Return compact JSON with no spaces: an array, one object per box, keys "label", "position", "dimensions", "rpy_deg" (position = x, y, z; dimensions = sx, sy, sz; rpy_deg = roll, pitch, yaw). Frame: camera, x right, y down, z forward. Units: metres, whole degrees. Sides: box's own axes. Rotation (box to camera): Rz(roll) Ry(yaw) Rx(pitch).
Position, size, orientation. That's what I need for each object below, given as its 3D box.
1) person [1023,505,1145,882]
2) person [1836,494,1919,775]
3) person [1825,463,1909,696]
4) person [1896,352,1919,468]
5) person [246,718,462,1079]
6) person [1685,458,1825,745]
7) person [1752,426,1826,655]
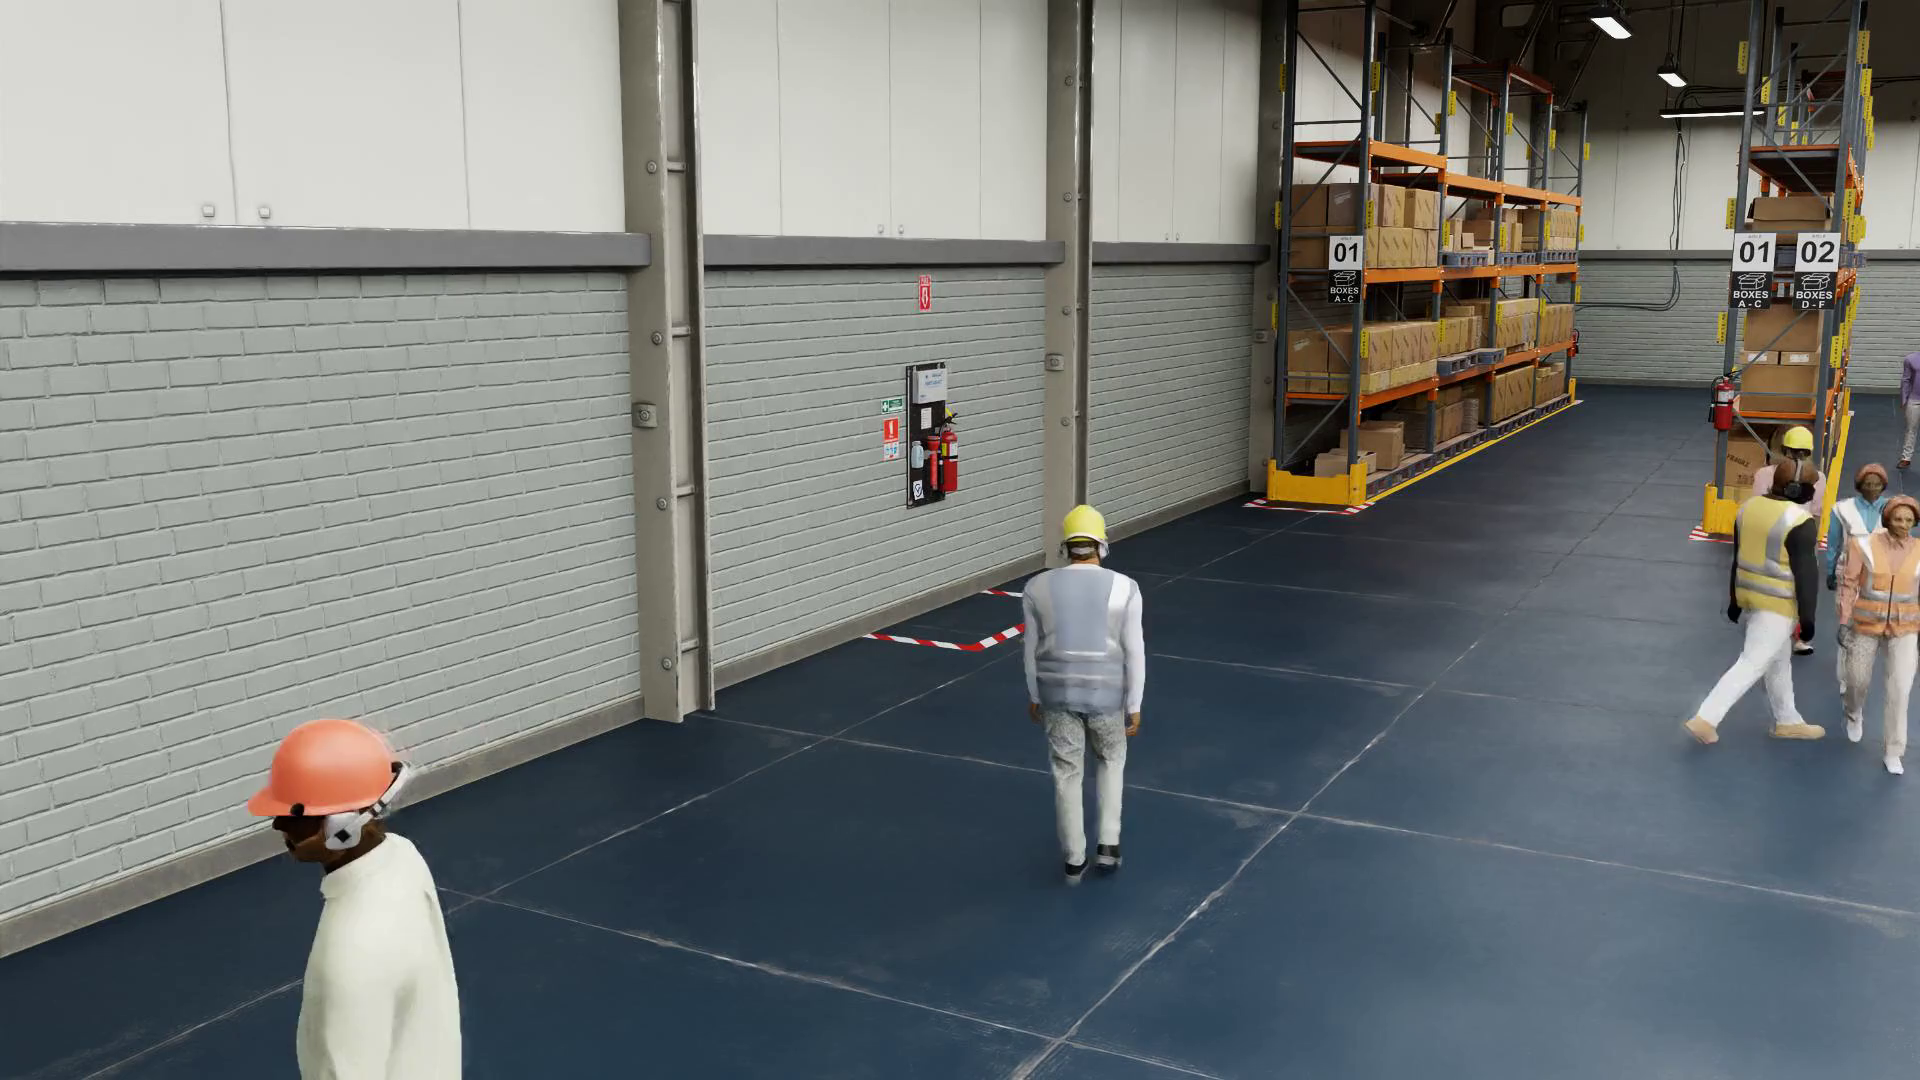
[{"label":"person","position":[0.597,0.733,8.028],"dimensions":[0.589,1.810,0.500],"rpy_deg":[1,10,8]},{"label":"person","position":[5.476,0.518,9.849],"dimensions":[0.520,1.613,0.683],"rpy_deg":[4,11,23]},{"label":"person","position":[6.298,0.248,11.578],"dimensions":[0.504,1.590,0.934],"rpy_deg":[4,11,24]},{"label":"person","position":[13.538,-1.947,23.338],"dimensions":[0.629,1.940,0.376],"rpy_deg":[9,13,43]},{"label":"person","position":[-1.382,1.360,3.831],"dimensions":[0.491,1.982,0.668],"rpy_deg":[-2,10,-10]},{"label":"person","position":[4.891,0.387,10.117],"dimensions":[0.943,1.797,0.631],"rpy_deg":[-1,10,-8]},{"label":"person","position":[6.276,-0.010,12.662],"dimensions":[0.539,1.718,0.925],"rpy_deg":[2,10,13]}]
